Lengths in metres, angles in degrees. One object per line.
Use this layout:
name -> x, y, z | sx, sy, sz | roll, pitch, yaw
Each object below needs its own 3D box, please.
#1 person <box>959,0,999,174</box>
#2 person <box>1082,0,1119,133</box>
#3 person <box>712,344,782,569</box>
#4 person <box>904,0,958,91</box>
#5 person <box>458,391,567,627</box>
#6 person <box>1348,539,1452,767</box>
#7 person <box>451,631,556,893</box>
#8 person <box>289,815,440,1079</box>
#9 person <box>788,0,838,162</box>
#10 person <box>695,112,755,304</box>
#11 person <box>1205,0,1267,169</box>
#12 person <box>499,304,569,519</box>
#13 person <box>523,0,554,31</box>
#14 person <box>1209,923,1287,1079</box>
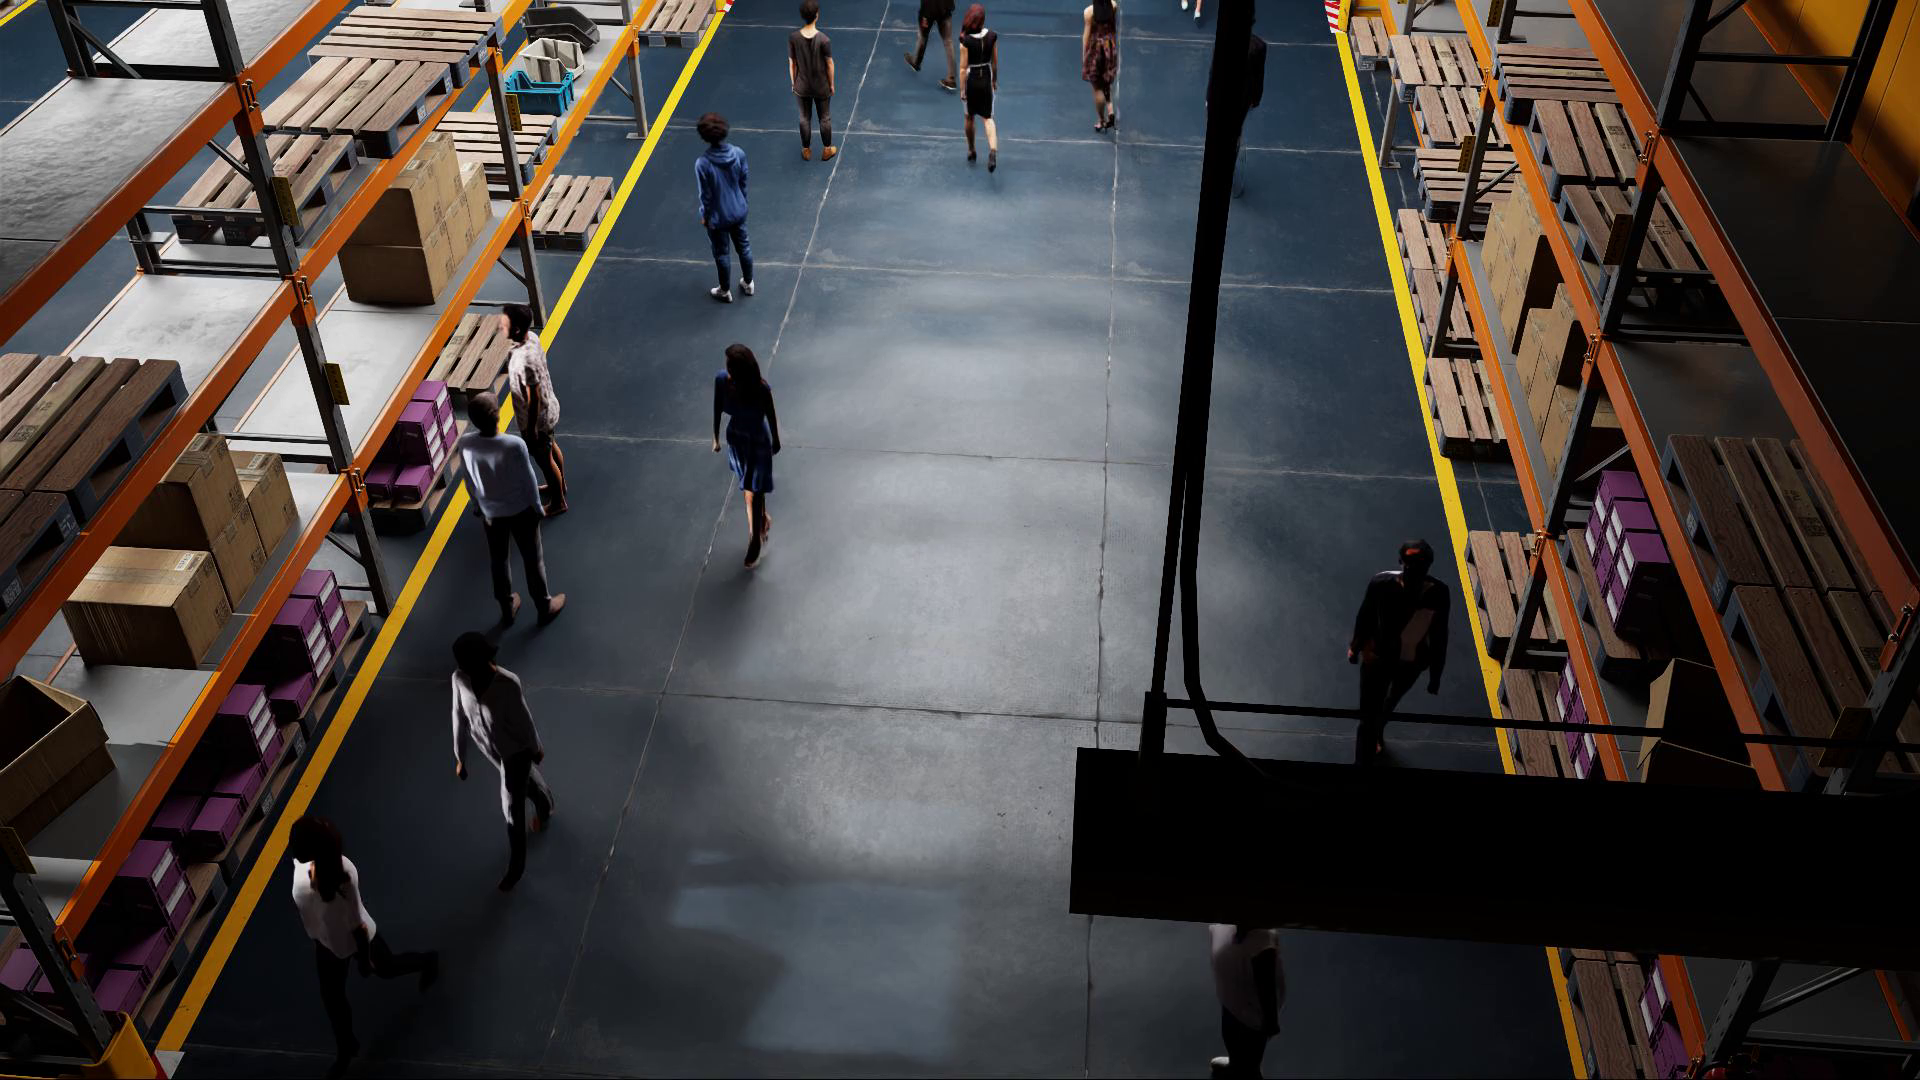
person -> 0.225, -4.631, 17.201 | 0.854, 1.777, 1.107 | -12, 40, -15
person -> 1.546, -5.159, 17.875 | 0.801, 1.760, 0.861 | -22, 44, -25
person -> -1.515, -0.703, 12.275 | 0.795, 1.786, 0.913 | 16, 41, 19
person -> -0.204, -5.984, 18.912 | 1.143, 1.756, 1.246 | -24, 44, -27
person -> -3.154, -0.203, 11.565 | 0.655, 1.890, 0.535 | 3, 39, 4
person -> 2.733, 0.692, 10.473 | 0.755, 1.853, 1.117 | 6, 39, 7
person -> -2.701, 1.157, 9.986 | 0.731, 1.736, 1.058 | 10, 40, 12
person -> -3.169, 2.053, 8.845 | 0.886, 1.760, 1.187 | 16, 41, 20
person -> -1.550, -4.821, 17.490 | 0.611, 1.712, 0.539 | 4, 39, 5
person -> -2.137, -3.023, 15.167 | 0.754, 1.802, 0.780 | -21, 43, -24
person -> 2.775, -4.487, 16.896 | 0.727, 1.931, 0.654 | 2, 39, 2
person -> -3.214, -1.004, 12.628 | 0.773, 1.816, 0.578 | -4, 39, -5
person -> -5.255, -7.242, 20.498 | 0.678, 1.742, 1.157 | 7, 39, 8
person -> 1.509, 2.339, 8.565 | 0.857, 1.661, 0.607 | -8, 39, -10
